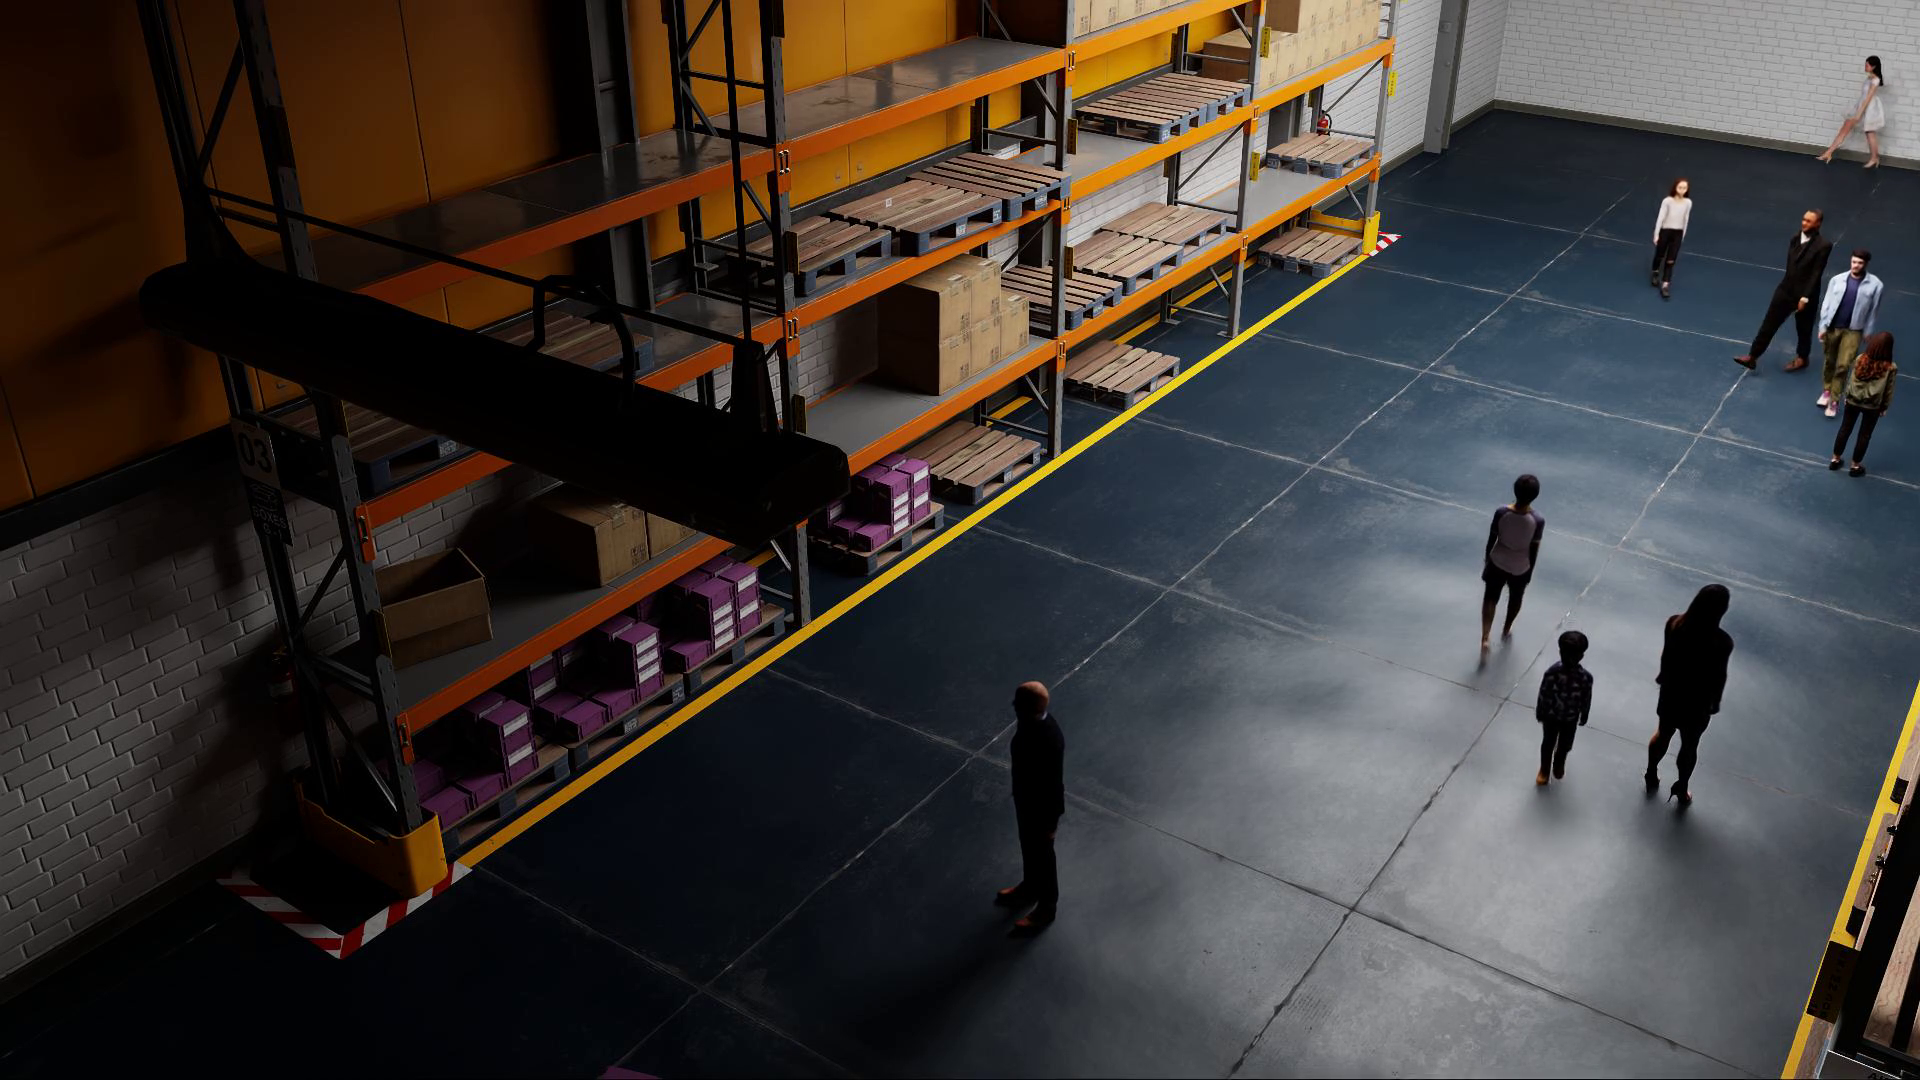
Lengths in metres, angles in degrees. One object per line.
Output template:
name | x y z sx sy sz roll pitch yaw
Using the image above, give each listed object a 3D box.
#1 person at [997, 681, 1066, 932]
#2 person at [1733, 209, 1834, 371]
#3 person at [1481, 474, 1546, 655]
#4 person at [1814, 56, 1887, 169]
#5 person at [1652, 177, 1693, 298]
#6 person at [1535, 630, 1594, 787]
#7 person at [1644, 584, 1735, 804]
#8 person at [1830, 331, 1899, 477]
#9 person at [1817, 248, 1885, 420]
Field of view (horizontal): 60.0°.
person | 0.483 1.646 10.502 0.783 1.797 0.771 -10 30 -17
person | 9.396 -2.736 18.474 1.338 1.857 1.099 -13 31 -22
person | 4.417 0.217 13.397 0.680 1.535 1.013 12 31 21
person | 14.004 -6.512 25.542 0.980 1.717 1.188 9 30 16
person | 8.911 -3.849 20.941 0.834 1.448 1.070 4 29 8
person | 4.324 1.187 11.925 0.564 1.242 0.585 10 30 17
person | 5.089 1.072 11.638 0.718 1.717 0.726 -19 34 -31
person | 8.884 -1.351 16.333 0.605 1.475 0.553 25 38 38
person | 9.404 -2.246 17.650 0.718 1.785 0.916 20 34 32
